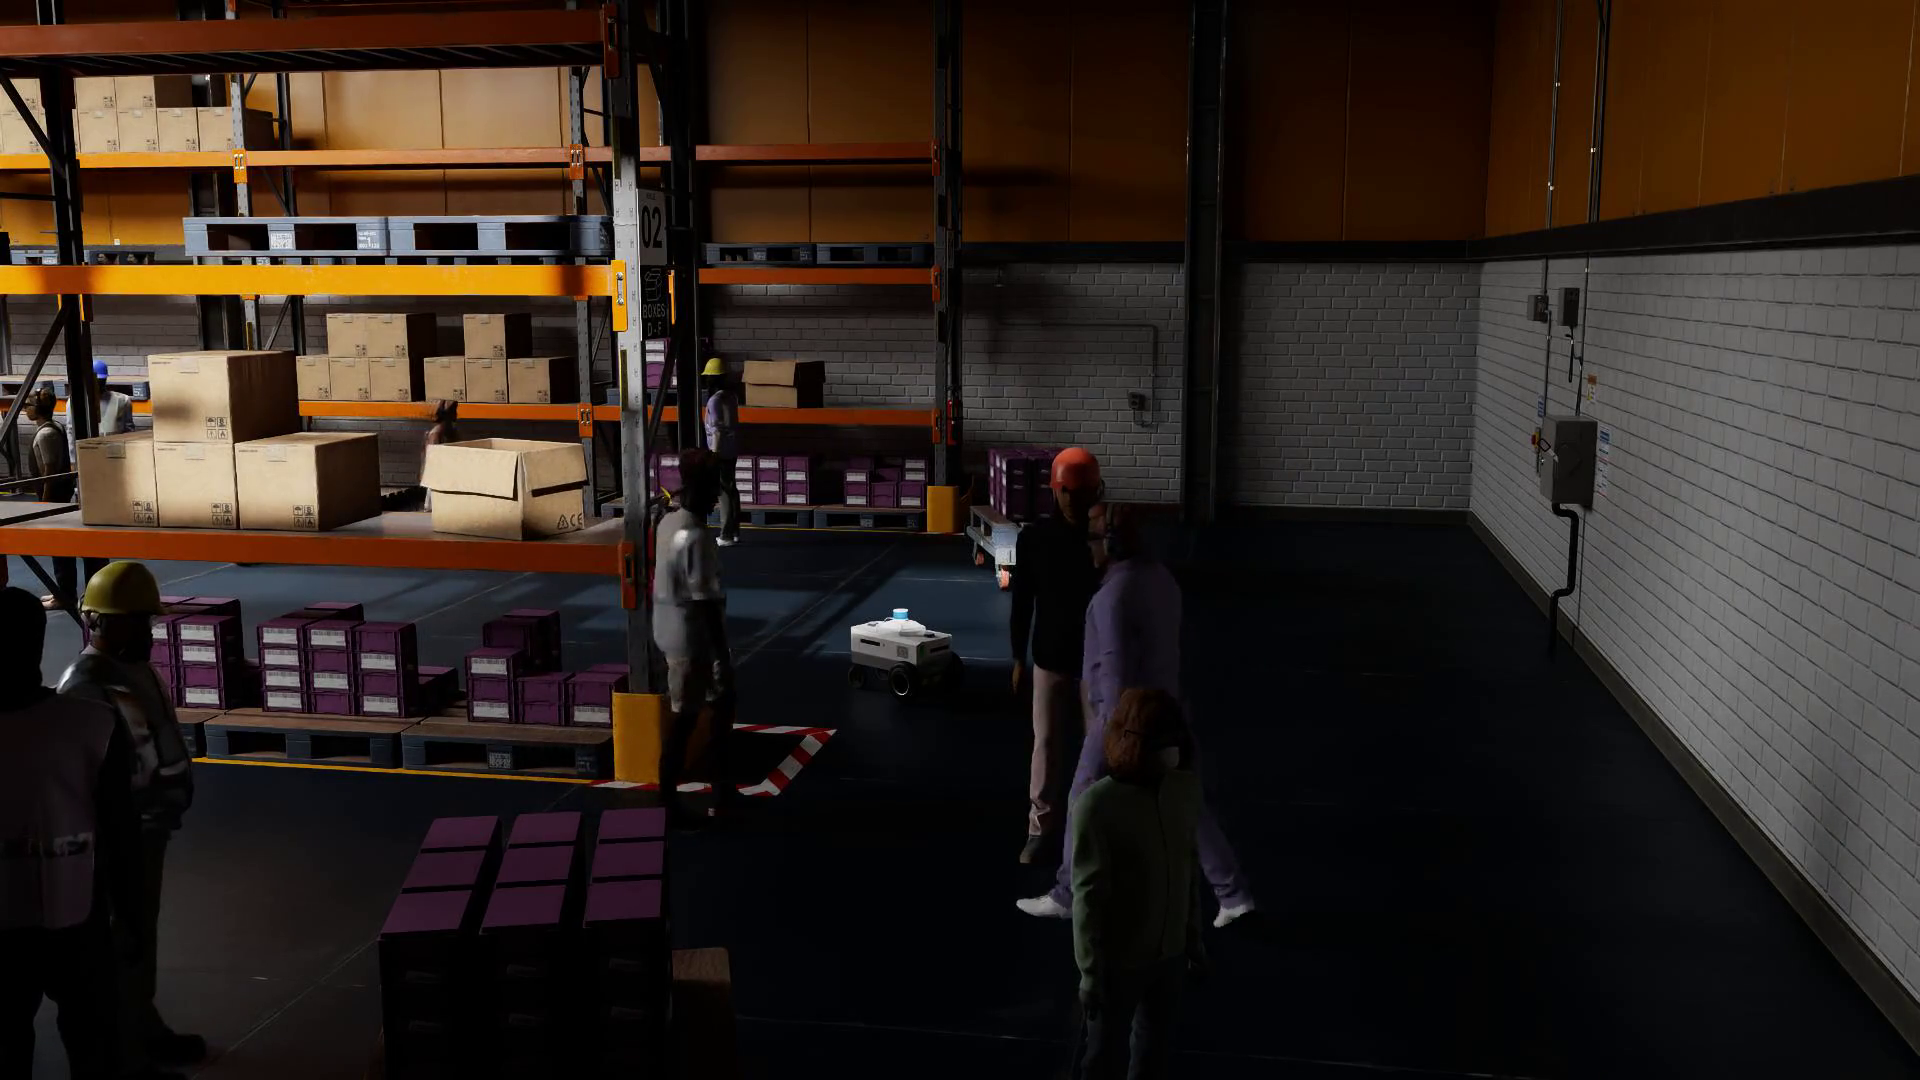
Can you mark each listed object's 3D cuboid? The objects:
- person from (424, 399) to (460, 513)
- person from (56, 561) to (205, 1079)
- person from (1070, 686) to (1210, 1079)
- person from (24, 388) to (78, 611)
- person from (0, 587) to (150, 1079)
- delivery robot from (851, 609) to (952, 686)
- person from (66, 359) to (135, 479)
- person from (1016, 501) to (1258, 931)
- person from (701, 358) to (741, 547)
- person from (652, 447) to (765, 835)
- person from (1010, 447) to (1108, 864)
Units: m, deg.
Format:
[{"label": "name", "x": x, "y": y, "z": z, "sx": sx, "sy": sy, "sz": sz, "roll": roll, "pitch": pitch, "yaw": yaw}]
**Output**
[{"label": "person", "x": -4.915, "y": -0.546, "z": 15.873, "sx": 0.883, "sy": 1.596, "sz": 0.531, "roll": 1, "pitch": 9, "yaw": 7}, {"label": "person", "x": -2.836, "y": 0.974, "z": 5.699, "sx": 0.404, "sy": 1.828, "sz": 0.592, "roll": -2, "pitch": 9, "yaw": -11}, {"label": "person", "x": 0.524, "y": 1.216, "z": 4.800, "sx": 0.498, "sy": 1.633, "sz": 0.282, "roll": -8, "pitch": 12, "yaw": -39}, {"label": "person", "x": -7.544, "y": -0.339, "z": 13.796, "sx": 0.346, "sy": 1.847, "sz": 0.505, "roll": -3, "pitch": 10, "yaw": -19}, {"label": "person", "x": -2.631, "y": 1.085, "z": 4.729, "sx": 0.587, "sy": 1.920, "sz": 0.390, "roll": -3, "pitch": 10, "yaw": -19}, {"label": "delivery robot", "x": -0.394, "y": 0.700, "z": 11.048, "sx": 0.707, "sy": 0.478, "sz": 0.477, "roll": 8, "pitch": 12, "yaw": 41}, {"label": "person", "x": -8.468, "y": -0.817, "z": 16.443, "sx": 0.615, "sy": 1.945, "sz": 0.401, "roll": -6, "pitch": 11, "yaw": -35}, {"label": "person", "x": 0.795, "y": 0.757, "z": 7.018, "sx": 1.007, "sy": 1.849, "sz": 0.670, "roll": 6, "pitch": 11, "yaw": 31}, {"label": "person", "x": -2.434, "y": -0.884, "z": 16.921, "sx": 0.383, "sy": 1.928, "sz": 0.588, "roll": 2, "pitch": 9, "yaw": 11}, {"label": "person", "x": -1.243, "y": 0.504, "z": 8.308, "sx": 0.739, "sy": 1.924, "sz": 0.695, "roll": -4, "pitch": 10, "yaw": -21}, {"label": "person", "x": 0.538, "y": 0.554, "z": 7.791, "sx": 0.623, "sy": 1.992, "sz": 0.396, "roll": 2, "pitch": 9, "yaw": 10}]
